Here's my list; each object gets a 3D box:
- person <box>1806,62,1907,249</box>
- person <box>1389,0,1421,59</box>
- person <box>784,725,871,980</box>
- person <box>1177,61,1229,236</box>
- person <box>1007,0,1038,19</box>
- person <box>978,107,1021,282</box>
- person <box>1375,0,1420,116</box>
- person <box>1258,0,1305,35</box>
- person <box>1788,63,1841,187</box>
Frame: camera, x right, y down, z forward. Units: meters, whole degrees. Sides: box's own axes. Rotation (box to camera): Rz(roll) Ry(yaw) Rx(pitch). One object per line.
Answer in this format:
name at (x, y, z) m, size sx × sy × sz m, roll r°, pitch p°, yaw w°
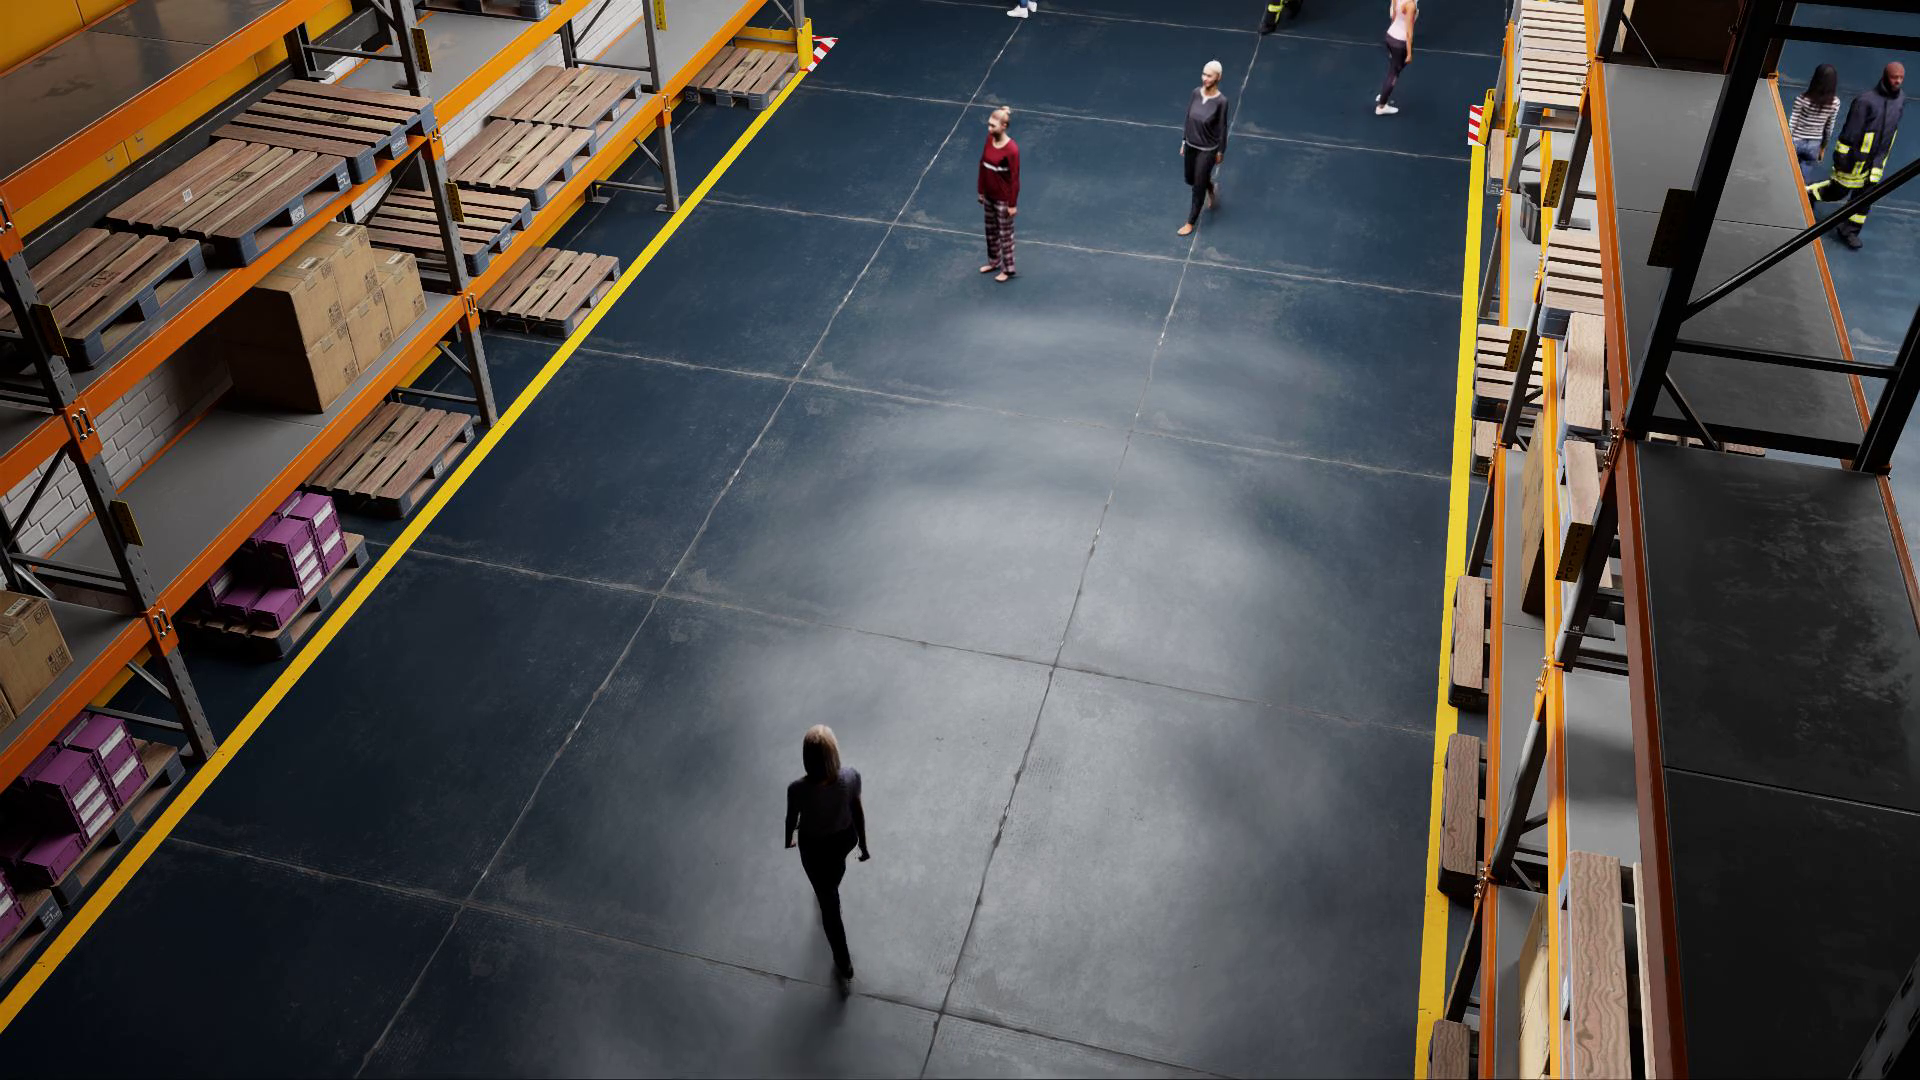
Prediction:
person at (8.737, -3.811, 16.188) m, size 1.049 × 1.803 × 1.235 m, roll -7°, pitch 39°, yaw -9°
person at (5.385, -6.597, 19.776) m, size 0.694 × 1.679 × 0.811 m, roll 26°, pitch 45°, yaw 29°
person at (-0.721, 1.764, 9.307) m, size 1.001 × 1.679 × 1.176 m, roll -12°, pitch 40°, yaw -14°
person at (2.428, -3.910, 16.390) m, size 0.908 × 1.707 × 1.072 m, roll 31°, pitch 48°, yaw 33°
person at (0.826, -7.460, 20.750) m, size 0.796 × 1.811 × 0.622 m, roll 21°, pitch 43°, yaw 24°
person at (0.368, -3.229, 15.542) m, size 0.698 × 1.699 × 0.691 m, roll -29°, pitch 47°, yaw -31°
person at (4.785, -5.515, 18.455) m, size 0.751 × 1.637 × 0.658 m, roll -8°, pitch 39°, yaw -10°
person at (4.048, -7.164, 20.367) m, size 1.215 × 1.827 × 1.126 m, roll -22°, pitch 44°, yaw -25°
person at (8.131, -3.683, 16.063) m, size 0.690 × 1.759 × 1.150 m, roll 6°, pitch 39°, yaw 7°
